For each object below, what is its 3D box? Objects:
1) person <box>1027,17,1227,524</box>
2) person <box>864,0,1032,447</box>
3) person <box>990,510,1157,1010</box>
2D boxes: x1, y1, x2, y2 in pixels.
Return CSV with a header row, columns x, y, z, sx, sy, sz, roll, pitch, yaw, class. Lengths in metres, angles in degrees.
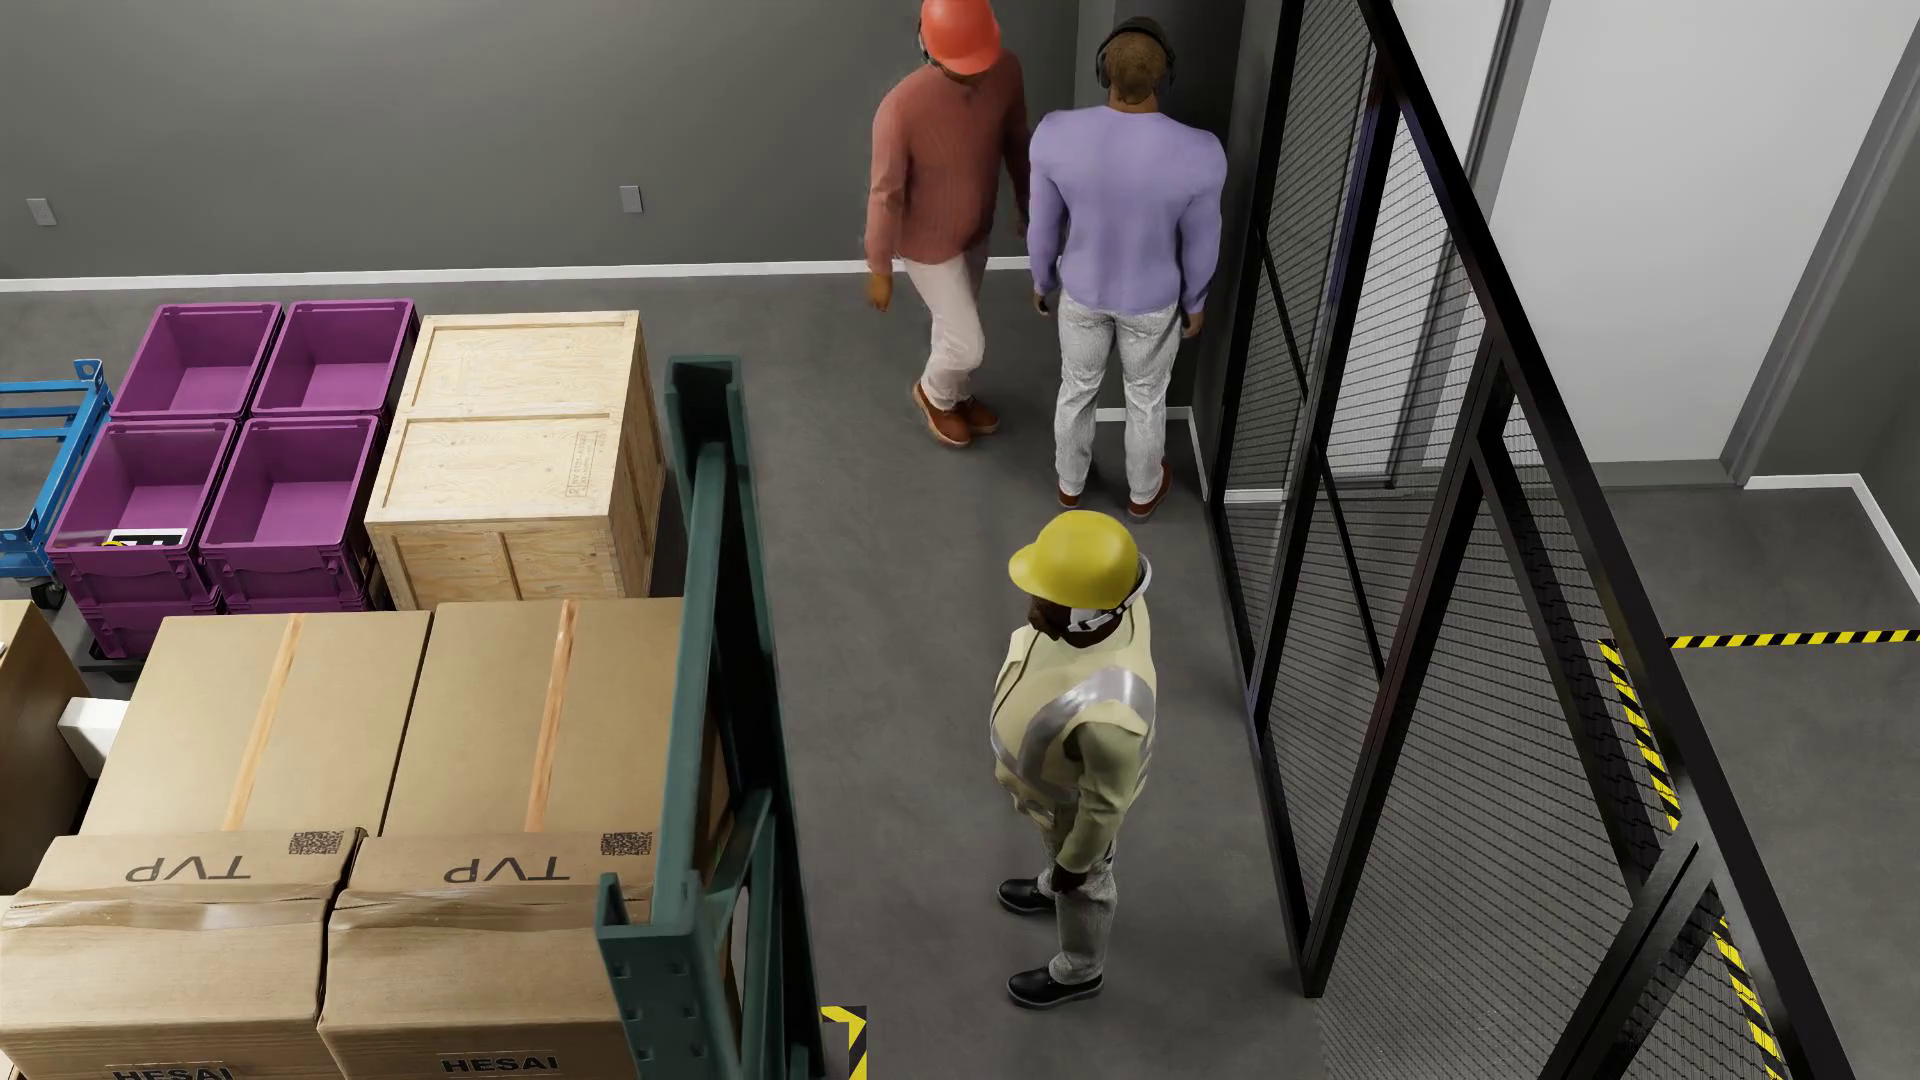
x,y,z,sx,sy,sz,roll,pitch,yaw,class
0.530,-0.838,5.557,0.629,1.940,0.379,12,47,11,person
-0.006,-1.062,5.753,0.497,1.960,0.727,32,54,27,person
0.276,0.590,4.264,0.403,1.835,0.588,-1,46,-1,person
